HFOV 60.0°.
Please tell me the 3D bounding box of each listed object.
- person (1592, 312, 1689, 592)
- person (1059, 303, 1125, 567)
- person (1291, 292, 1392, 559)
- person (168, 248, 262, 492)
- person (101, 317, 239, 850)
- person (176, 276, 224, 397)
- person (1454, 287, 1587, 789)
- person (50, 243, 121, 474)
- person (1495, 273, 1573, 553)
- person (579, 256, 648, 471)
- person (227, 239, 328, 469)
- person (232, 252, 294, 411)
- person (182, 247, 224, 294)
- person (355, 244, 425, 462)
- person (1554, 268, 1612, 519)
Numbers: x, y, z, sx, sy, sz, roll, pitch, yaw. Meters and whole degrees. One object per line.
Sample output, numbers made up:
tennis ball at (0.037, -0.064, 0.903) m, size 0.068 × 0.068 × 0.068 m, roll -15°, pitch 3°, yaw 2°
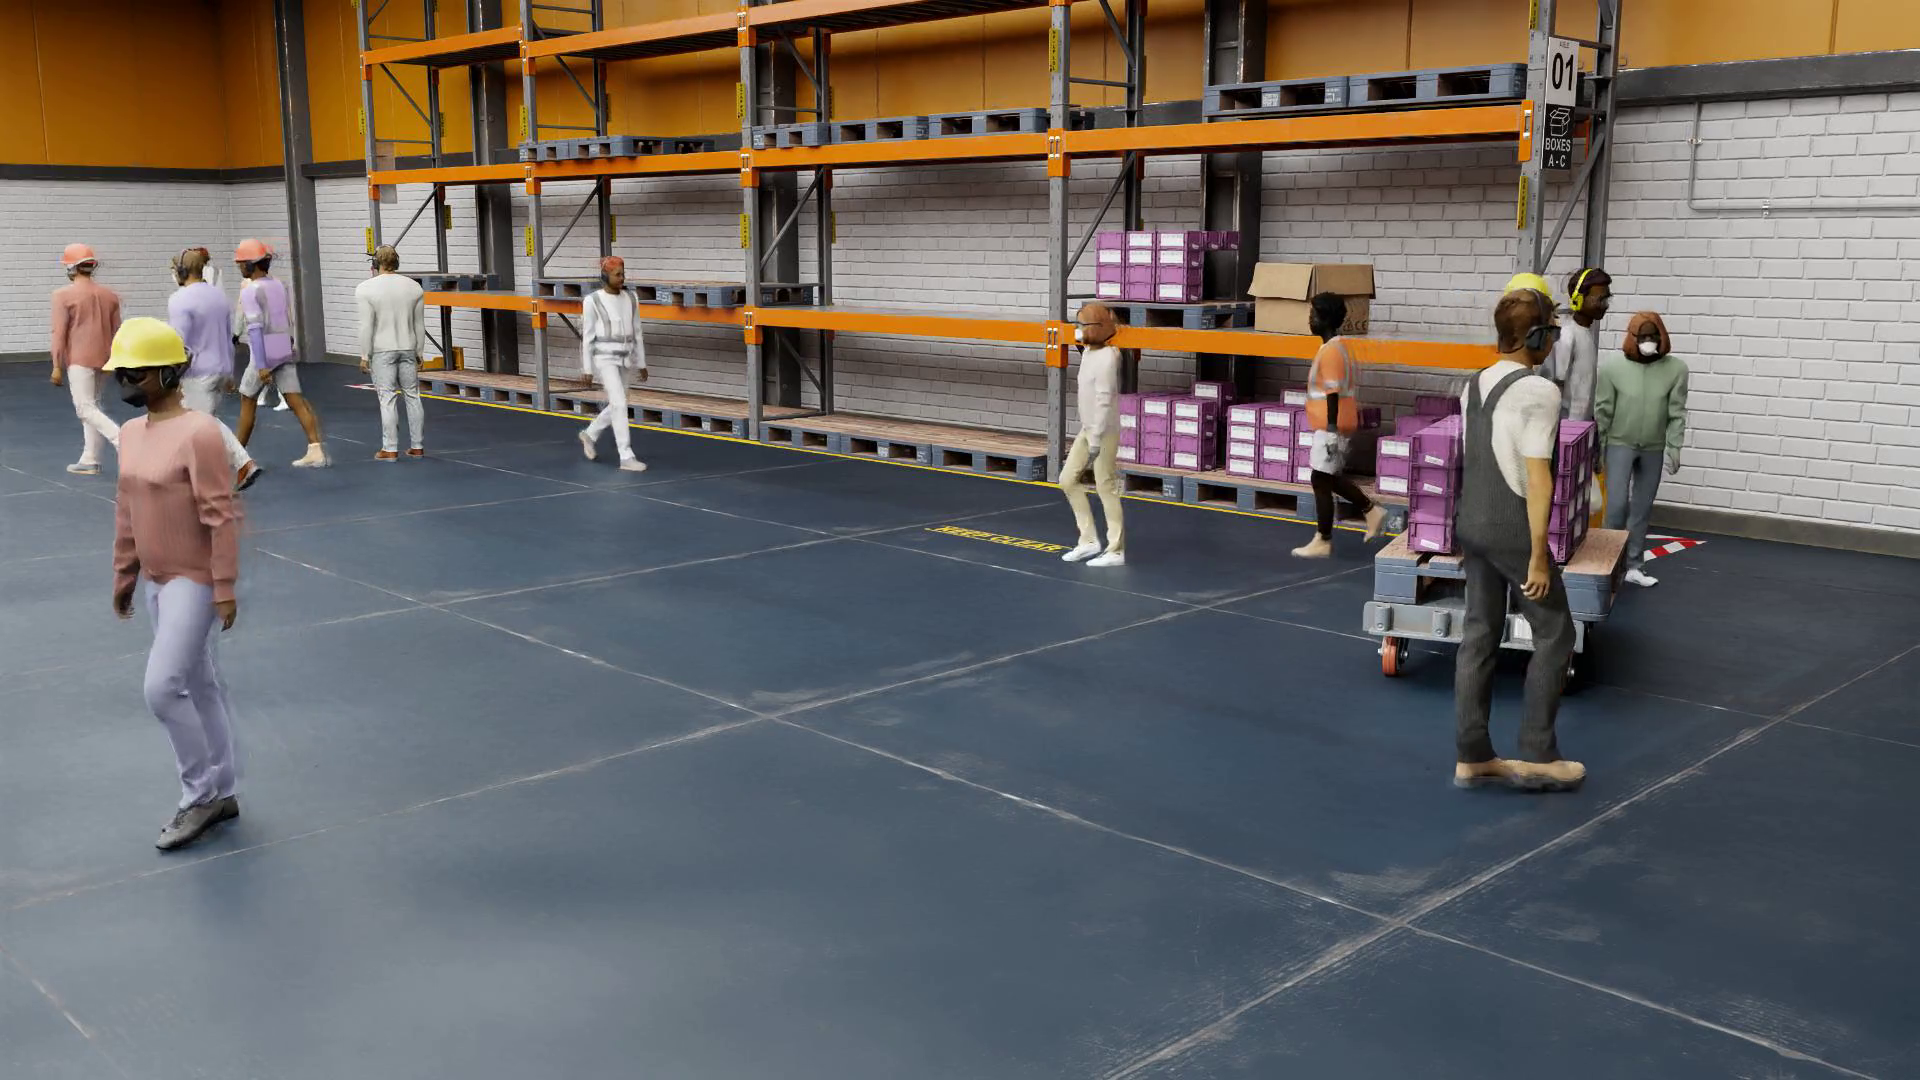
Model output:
person at (3.841, -0.491, 9.428) m, size 0.501 × 1.592 × 0.578 m, roll 1°, pitch 10°, yaw 4°
person at (0.802, -0.630, 10.132) m, size 0.497 × 1.612 × 0.522 m, roll -2°, pitch 11°, yaw -12°
person at (2.400, -0.705, 10.389) m, size 0.528 × 1.682 × 0.536 m, roll 2°, pitch 11°, yaw 12°
person at (-5.727, -1.240, 12.637) m, size 0.475 × 1.927 × 0.642 m, roll 1°, pitch 10°, yaw 5°
person at (-2.653, 0.149, 5.497) m, size 0.547 × 1.749 × 0.521 m, roll 8°, pitch 13°, yaw 36°
person at (-9.466, -2.618, 20.724) m, size 0.842 × 1.709 × 0.494 m, roll 10°, pitch 14°, yaw 44°
person at (2.080, 0.007, 6.060) m, size 0.586 × 1.832 × 0.550 m, roll -4°, pitch 11°, yaw -19°
person at (-7.228, -1.494, 13.906) m, size 0.875 × 1.970 × 0.610 m, roll 3°, pitch 11°, yaw 18°
person at (3.140, -0.571, 9.261) m, size 0.549 × 1.813 × 0.610 m, roll 6°, pitch 12°, yaw 30°
person at (-3.068, -1.544, 14.486) m, size 0.856 × 1.857 × 0.591 m, roll 7°, pitch 13°, yaw 34°
person at (-5.995, -1.591, 14.386) m, size 1.042 × 1.992 × 0.617 m, roll 3°, pitch 11°, yaw 14°
person at (-8.077, -2.441, 19.330) m, size 1.008 × 1.871 × 0.607 m, roll 6°, pitch 12°, yaw 29°
person at (-11.232, -3.425, 24.743) m, size 0.584 × 1.857 × 0.860 m, roll -5°, pitch 12°, yaw -28°
person at (-5.095, -1.670, 14.928) m, size 0.629 × 1.940 × 0.377 m, roll -10°, pitch 14°, yaw -43°
person at (3.424, -0.580, 9.249) m, size 0.407 × 1.850 × 0.524 m, roll 5°, pitch 12°, yaw 26°
